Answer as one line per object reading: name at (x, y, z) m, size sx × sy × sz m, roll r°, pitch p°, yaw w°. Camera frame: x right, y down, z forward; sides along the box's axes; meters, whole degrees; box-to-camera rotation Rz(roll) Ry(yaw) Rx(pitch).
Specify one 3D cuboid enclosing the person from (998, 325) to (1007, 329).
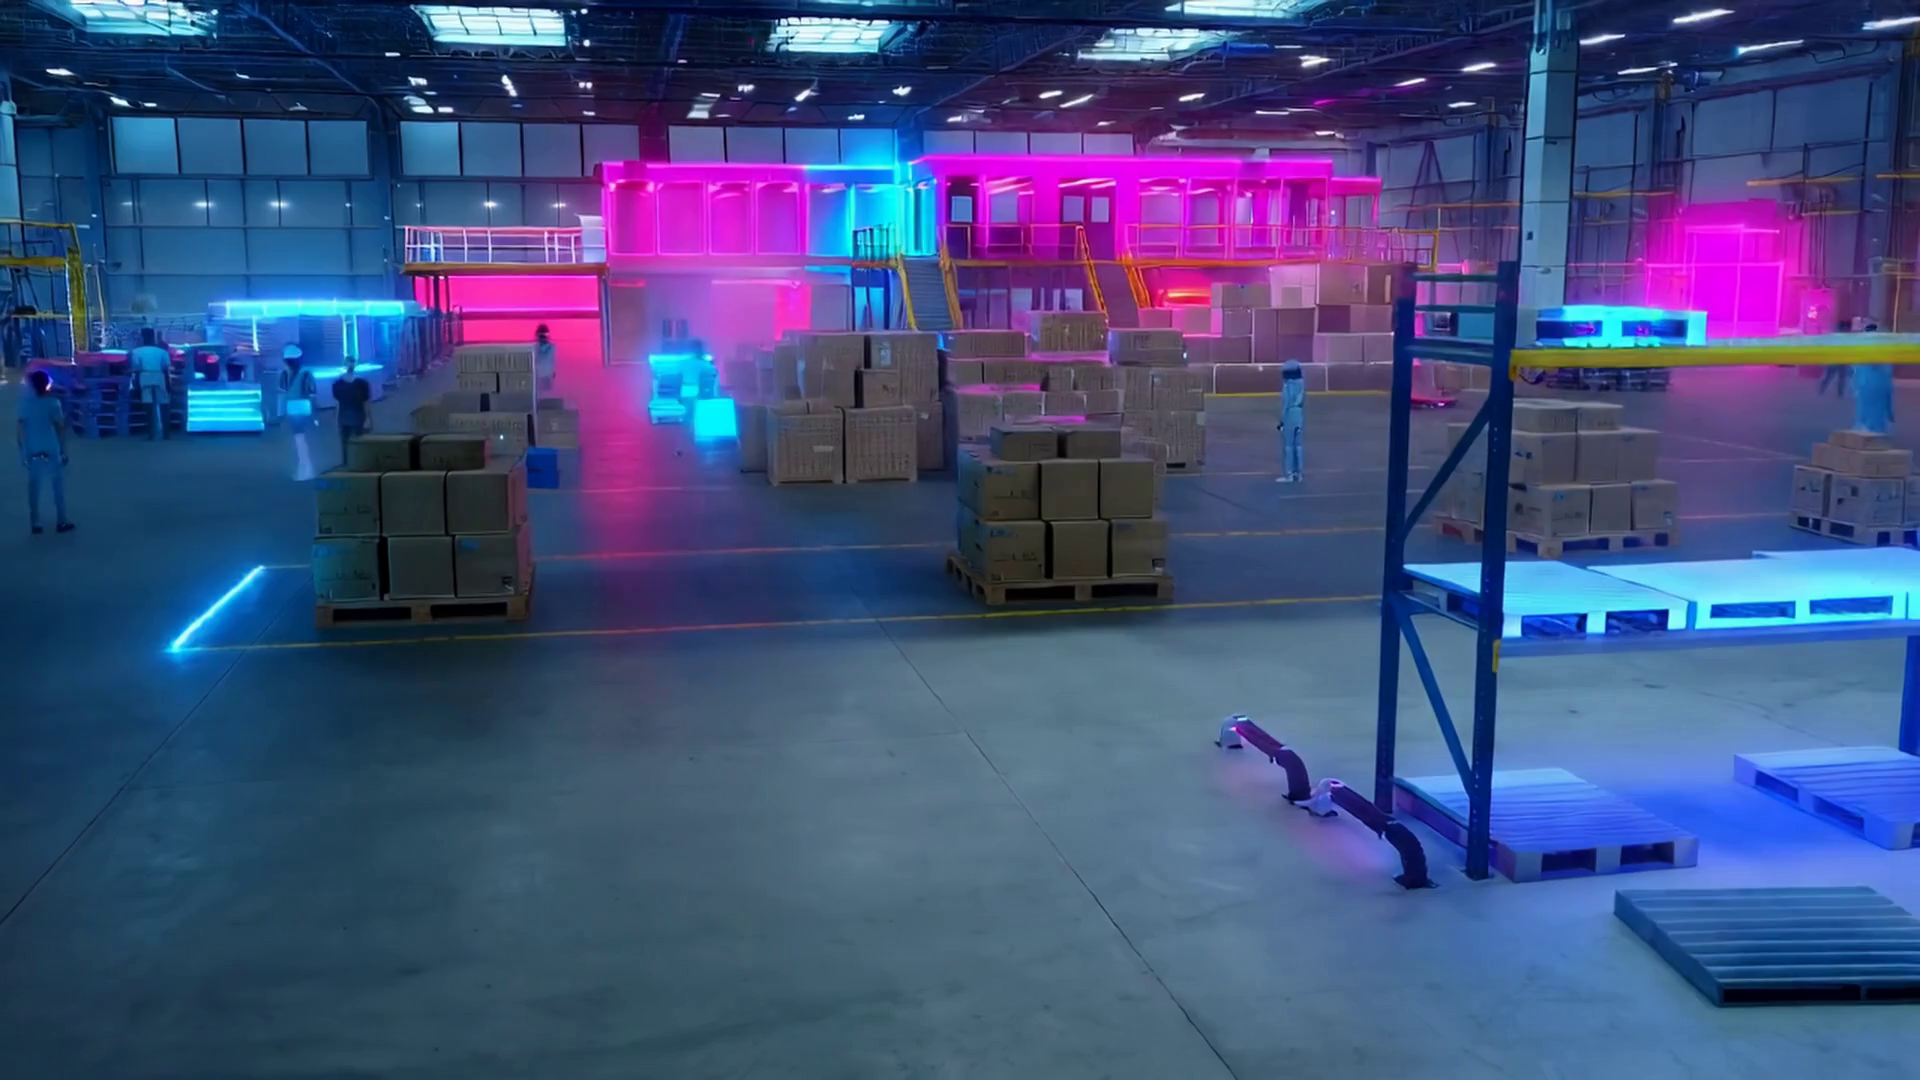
person at (0.852, -3.472, 33.964) m, size 0.547 × 1.833 × 0.402 m, roll -6°, pitch 11°, yaw -33°

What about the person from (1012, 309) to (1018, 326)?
person at (1.487, -5.268, 44.767) m, size 0.351 × 1.882 × 0.582 m, roll -1°, pitch 9°, yaw -3°

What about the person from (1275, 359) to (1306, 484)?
person at (4.613, -1.657, 23.211) m, size 0.485 × 1.737 × 0.320 m, roll -9°, pitch 13°, yaw -43°

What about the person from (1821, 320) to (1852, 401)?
person at (19.836, -4.063, 37.583) m, size 0.632 × 1.831 × 0.537 m, roll 0°, pitch 9°, yaw 0°

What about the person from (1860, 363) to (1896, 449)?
person at (12.386, -1.612, 22.383) m, size 0.530 × 1.921 × 0.633 m, roll 7°, pitch 12°, yaw 38°

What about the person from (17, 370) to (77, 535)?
person at (-10.353, -0.987, 18.800) m, size 0.523 × 1.848 × 0.492 m, roll -1°, pitch 9°, yaw -5°

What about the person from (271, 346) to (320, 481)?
person at (-9.367, -1.766, 23.359) m, size 0.560 × 1.903 × 0.850 m, roll 3°, pitch 10°, yaw 17°

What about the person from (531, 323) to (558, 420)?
person at (-8.073, -3.224, 32.179) m, size 0.582 × 1.921 × 0.404 m, roll -5°, pitch 10°, yaw -26°

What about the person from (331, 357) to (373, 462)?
person at (-8.053, -1.529, 22.123) m, size 0.519 × 1.841 × 0.838 m, roll -1°, pitch 9°, yaw -8°

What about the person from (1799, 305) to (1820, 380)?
person at (22.694, -5.262, 44.390) m, size 0.396 × 1.992 × 0.623 m, roll 7°, pitch 12°, yaw 37°

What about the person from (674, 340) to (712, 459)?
person at (-4.181, -2.217, 26.252) m, size 0.608 × 1.860 × 1.045 m, roll 7°, pitch 12°, yaw 36°

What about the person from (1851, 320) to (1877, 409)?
person at (18.877, -3.617, 34.595) m, size 0.616 × 1.923 × 0.771 m, roll 5°, pitch 10°, yaw 27°

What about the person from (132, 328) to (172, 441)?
person at (-14.009, -2.700, 28.858) m, size 0.614 × 1.963 × 0.362 m, roll -7°, pitch 12°, yaw -38°

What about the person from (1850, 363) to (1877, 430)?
person at (15.912, -2.642, 29.012) m, size 0.629 × 1.807 × 0.911 m, roll -6°, pitch 11°, yaw -33°
